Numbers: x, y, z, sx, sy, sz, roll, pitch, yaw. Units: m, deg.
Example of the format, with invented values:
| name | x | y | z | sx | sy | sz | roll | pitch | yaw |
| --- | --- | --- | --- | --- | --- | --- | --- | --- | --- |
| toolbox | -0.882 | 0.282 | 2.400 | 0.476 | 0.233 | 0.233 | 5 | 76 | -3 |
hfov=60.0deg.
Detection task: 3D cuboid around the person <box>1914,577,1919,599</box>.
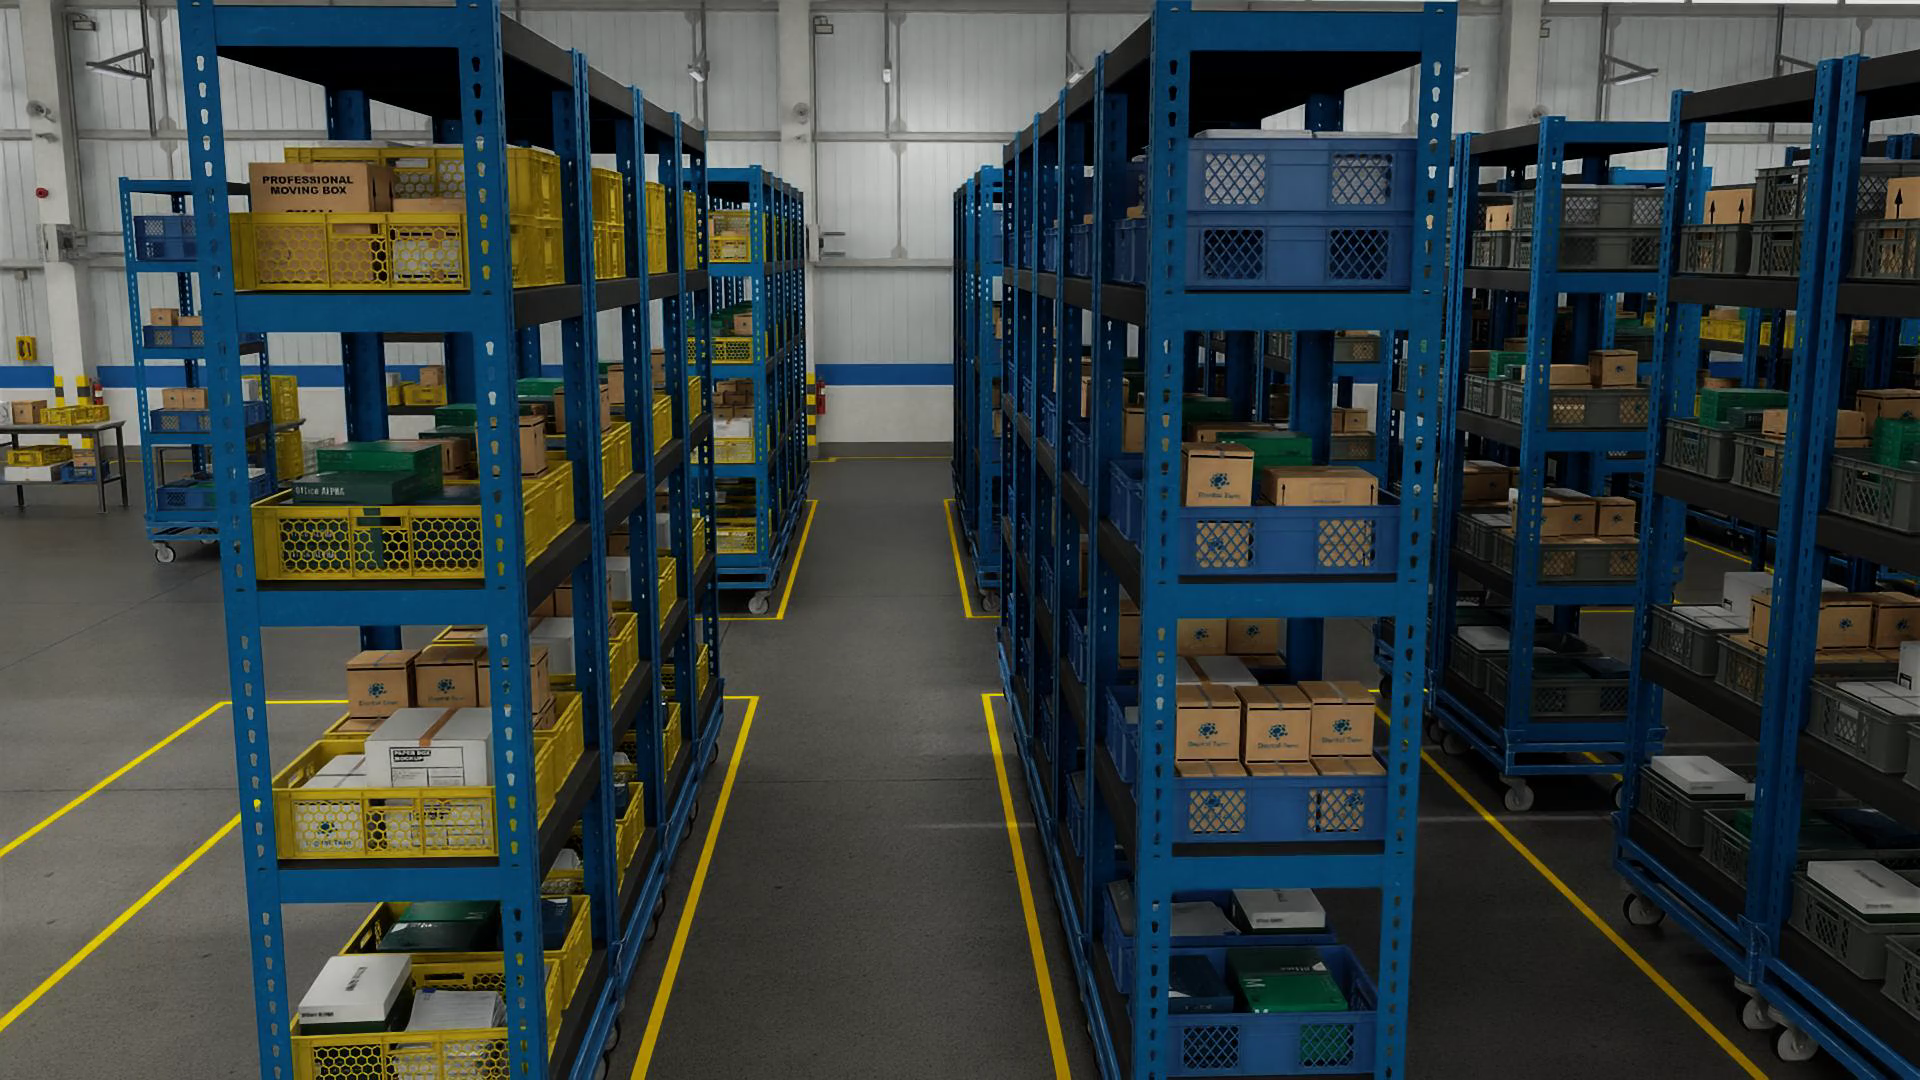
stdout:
| name | x | y | z | sx | sy | sz | roll | pitch | yaw |
| --- | --- | --- | --- | --- | --- | --- | --- | --- | --- |
| person | 7.926 | -0.224 | 13.121 | 0.844 | 1.811 | 0.565 | 1 | 10 | 4 |
